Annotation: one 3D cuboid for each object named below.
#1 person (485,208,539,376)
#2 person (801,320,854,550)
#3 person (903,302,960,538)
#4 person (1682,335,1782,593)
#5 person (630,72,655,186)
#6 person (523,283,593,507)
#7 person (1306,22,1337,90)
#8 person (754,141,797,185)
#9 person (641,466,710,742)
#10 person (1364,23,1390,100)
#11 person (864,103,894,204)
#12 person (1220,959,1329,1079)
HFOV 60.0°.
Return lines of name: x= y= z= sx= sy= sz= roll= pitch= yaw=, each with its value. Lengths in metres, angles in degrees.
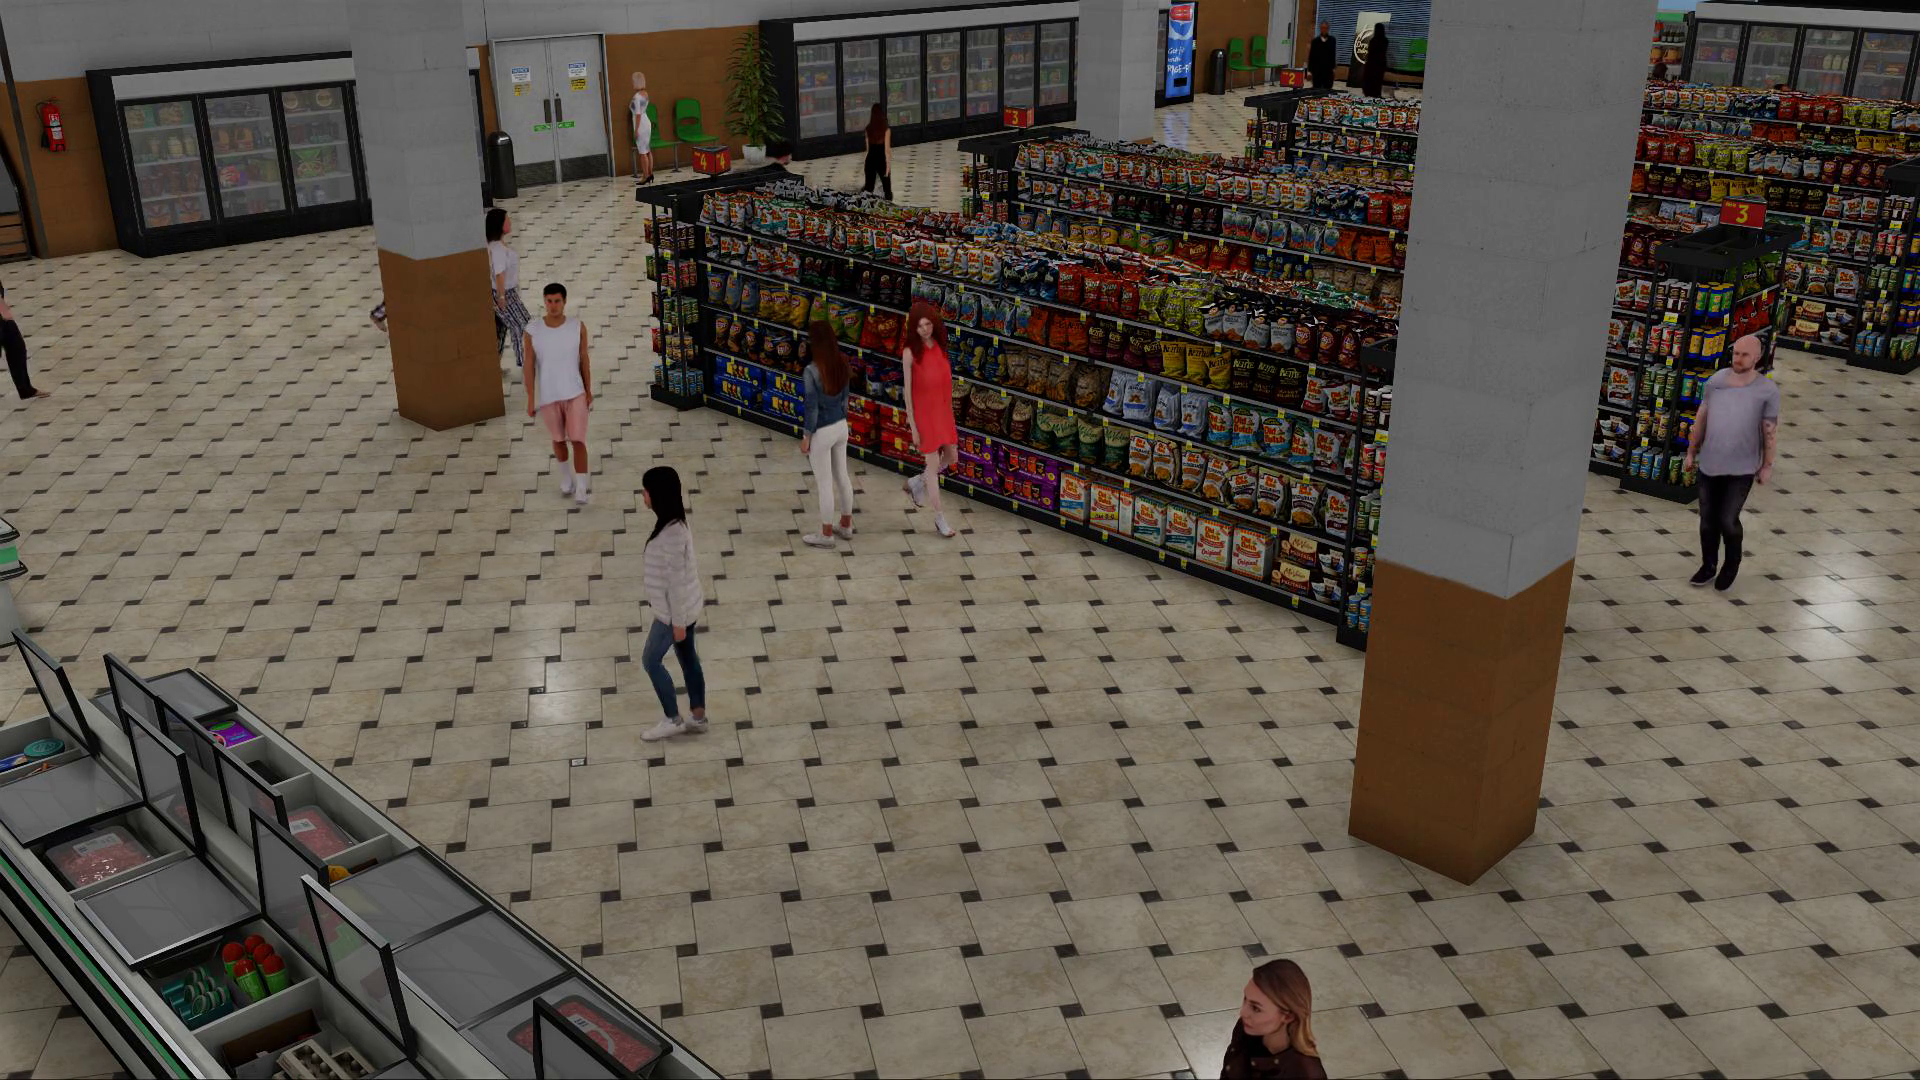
person: x=-4.569 y=-2.391 z=16.255 sx=0.941 sy=1.651 sz=0.961 roll=-10 pitch=24 yaw=-23
person: x=-0.956 y=-0.775 z=12.166 sx=0.553 sy=1.700 sz=0.633 roll=16 pitch=27 yaw=35
person: x=-0.275 y=-0.885 z=12.309 sx=0.808 sy=1.798 sz=0.652 roll=20 pitch=29 yaw=40
person: x=5.323 y=-0.541 z=11.421 sx=0.763 sy=1.821 sz=0.603 roll=-16 pitch=27 yaw=-35
person: x=-5.056 y=-6.555 z=26.482 sx=0.672 sy=1.752 sz=0.640 roll=4 pitch=22 yaw=9
person: x=-3.122 y=-1.159 z=13.065 sx=1.027 sy=1.743 sz=1.161 roll=-3 pitch=22 yaw=-7
person: x=7.278 y=-9.435 z=33.468 sx=0.852 sy=1.887 sz=0.929 roll=2 pitch=22 yaw=5
person: x=-2.172 y=-3.578 z=18.958 sx=0.735 sy=1.839 sz=0.900 roll=4 pitch=22 yaw=9
person: x=-1.539 y=0.366 z=9.425 sx=0.839 sy=1.627 sz=0.760 roll=-3 pitch=22 yaw=-7
person: x=8.763 y=-9.936 z=34.889 sx=0.716 sy=1.757 sz=0.663 roll=-13 pitch=25 yaw=-29
person: x=-1.201 y=-5.154 z=23.083 sx=1.093 sy=1.687 sz=0.936 roll=8 pitch=23 yaw=18
person: x=0.955 y=2.025 z=5.192 sx=0.728 sy=1.704 sz=0.565 roll=-10 pitch=24 yaw=-23
